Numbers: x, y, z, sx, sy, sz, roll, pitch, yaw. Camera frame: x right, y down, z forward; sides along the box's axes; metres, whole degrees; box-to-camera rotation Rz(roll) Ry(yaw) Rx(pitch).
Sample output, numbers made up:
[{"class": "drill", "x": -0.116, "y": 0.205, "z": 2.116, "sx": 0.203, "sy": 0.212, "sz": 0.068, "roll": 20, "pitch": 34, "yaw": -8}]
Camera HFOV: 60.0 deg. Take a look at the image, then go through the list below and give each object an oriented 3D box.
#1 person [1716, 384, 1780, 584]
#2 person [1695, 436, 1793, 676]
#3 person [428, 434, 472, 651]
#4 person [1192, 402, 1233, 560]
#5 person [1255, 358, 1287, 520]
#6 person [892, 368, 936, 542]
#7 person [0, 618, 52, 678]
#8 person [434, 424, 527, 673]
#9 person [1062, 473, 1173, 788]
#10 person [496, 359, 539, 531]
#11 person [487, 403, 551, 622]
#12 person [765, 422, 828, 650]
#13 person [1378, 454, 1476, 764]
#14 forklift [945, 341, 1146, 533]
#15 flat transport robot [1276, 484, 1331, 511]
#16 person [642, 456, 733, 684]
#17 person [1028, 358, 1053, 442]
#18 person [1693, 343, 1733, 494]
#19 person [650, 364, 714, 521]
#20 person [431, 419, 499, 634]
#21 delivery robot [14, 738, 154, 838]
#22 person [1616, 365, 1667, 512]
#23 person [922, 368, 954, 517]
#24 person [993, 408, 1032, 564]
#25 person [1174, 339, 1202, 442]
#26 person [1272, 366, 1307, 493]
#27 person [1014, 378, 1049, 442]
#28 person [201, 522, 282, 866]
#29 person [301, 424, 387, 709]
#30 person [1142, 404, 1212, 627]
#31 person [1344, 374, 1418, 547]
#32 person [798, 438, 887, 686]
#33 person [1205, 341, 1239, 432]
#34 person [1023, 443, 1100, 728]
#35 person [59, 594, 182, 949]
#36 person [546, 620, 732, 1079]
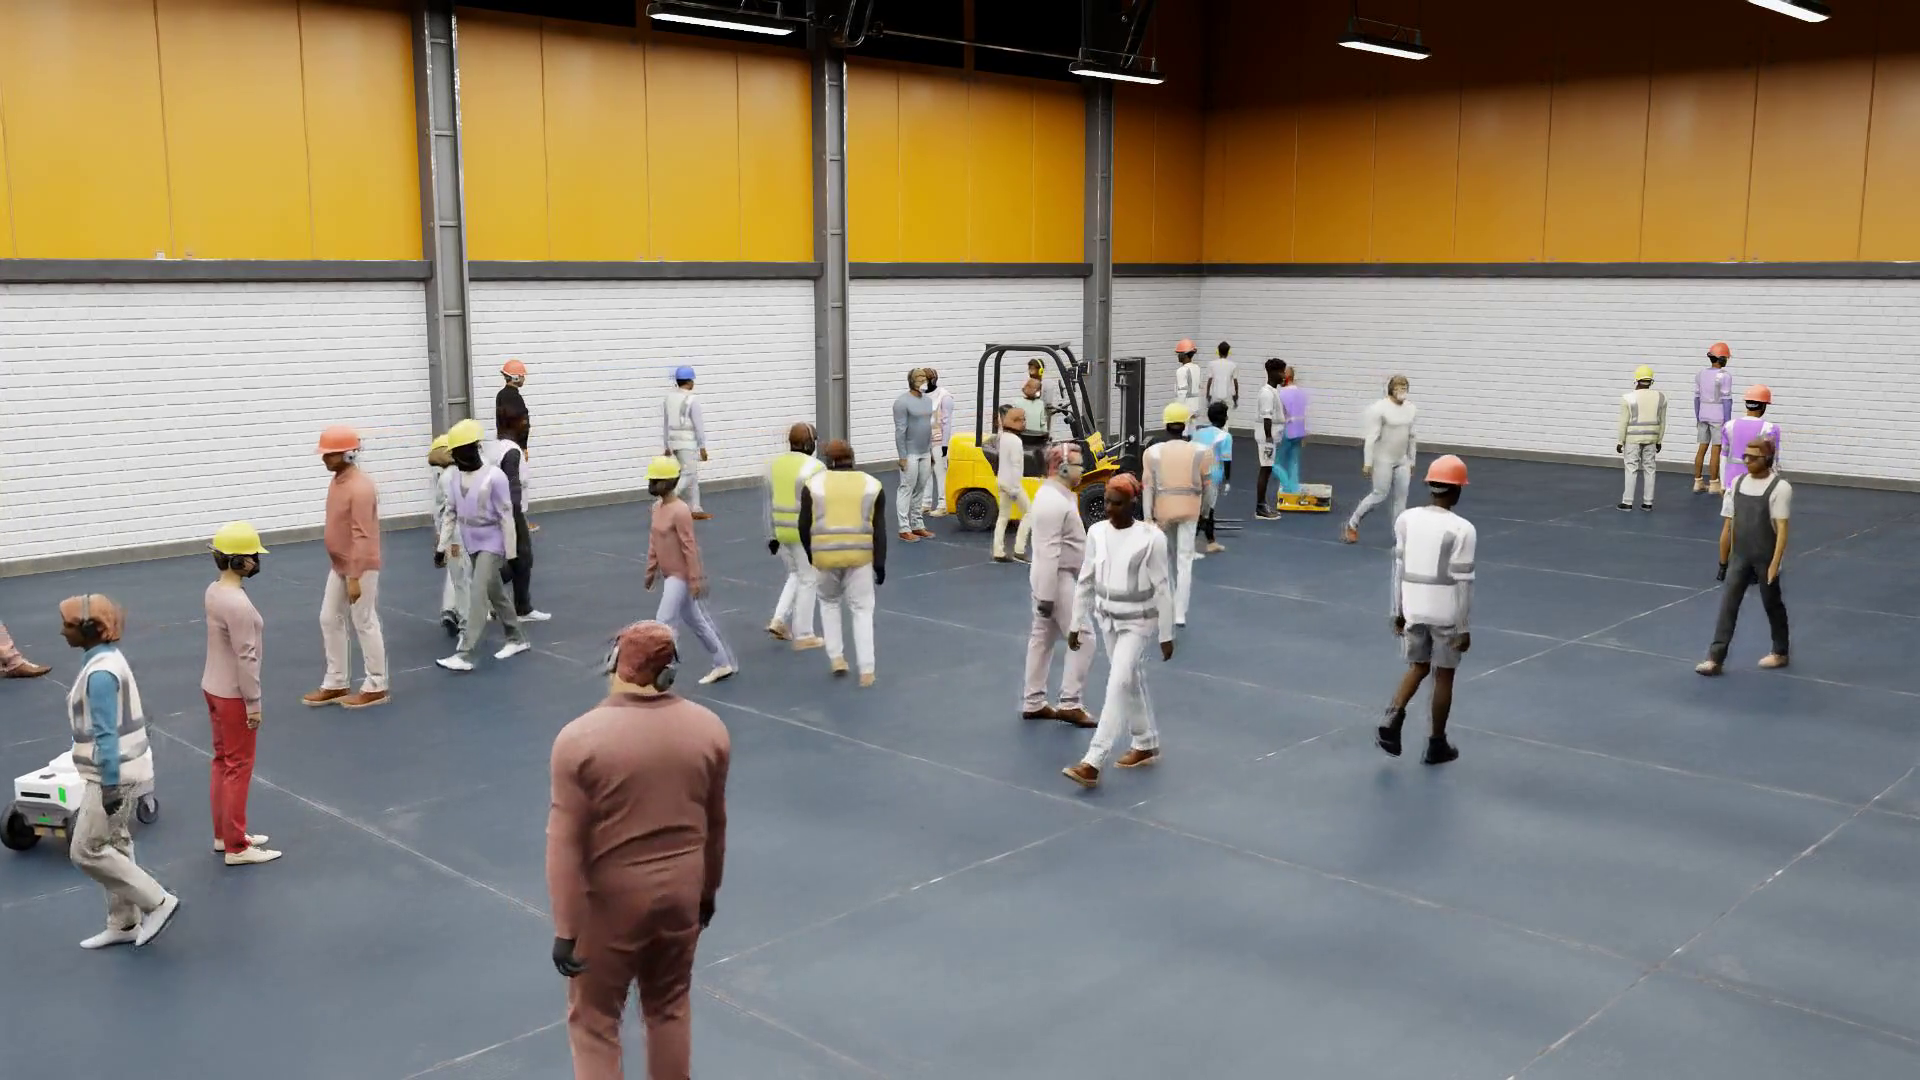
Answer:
[{"class": "person", "x": 7.630, "y": -0.540, "z": 16.086, "sx": 0.542, "sy": 1.929, "sz": 0.380, "roll": 9, "pitch": 13, "yaw": 44}, {"class": "person", "x": 5.965, "y": 0.118, "z": 12.463, "sx": 0.960, "sy": 1.798, "sz": 0.526, "roll": -5, "pitch": 11, "yaw": -29}, {"class": "person", "x": -4.079, "y": 0.018, "z": 13.363, "sx": 0.351, "sy": 1.699, "sz": 0.653, "roll": -1, "pitch": 9, "yaw": -8}, {"class": "person", "x": 2.582, "y": -0.625, "z": 17.488, "sx": 0.741, "sy": 1.646, "sz": 0.540, "roll": -6, "pitch": 11, "yaw": -33}, {"class": "person", "x": 3.771, "y": -1.236, "z": 20.233, "sx": 0.366, "sy": 1.962, "sz": 0.614, "roll": 2, "pitch": 9, "yaw": 11}, {"class": "person", "x": -0.494, "y": -0.954, "z": 18.584, "sx": 0.370, "sy": 1.941, "sz": 0.627, "roll": 6, "pitch": 11, "yaw": 34}, {"class": "person", "x": -7.342, "y": 0.128, "z": 12.224, "sx": 1.024, "sy": 1.857, "sz": 0.653, "roll": -3, "pitch": 10, "yaw": -18}, {"class": "person", "x": -3.683, "y": 0.051, "z": 12.679, "sx": 0.594, "sy": 1.855, "sz": 0.991, "roll": 7, "pitch": 12, "yaw": 38}, {"class": "person", "x": 0.879, "y": 0.527, "z": 9.811, "sx": 0.974, "sy": 1.831, "sz": 0.615, "roll": -8, "pitch": 12, "yaw": -42}, {"class": "person", "x": -5.148, "y": -1.093, "z": 19.269, "sx": 0.397, "sy": 1.990, "sz": 0.623, "roll": -7, "pitch": 12, "yaw": -37}, {"class": "person", "x": -3.855, "y": -0.214, "z": 14.158, "sx": 0.589, "sy": 1.899, "sz": 0.602, "roll": -3, "pitch": 10, "yaw": -19}, {"class": "person", "x": -1.253, "y": -0.023, "z": 13.246, "sx": 0.633, "sy": 1.827, "sz": 0.439, "roll": 9, "pitch": 13, "yaw": 42}, {"class": "person", "x": 2.849, "y": 0.442, "z": 10.089, "sx": 0.556, "sy": 1.918, "sz": 0.555, "roll": -8, "pitch": 12, "yaw": -41}, {"class": "forklift", "x": 0.977, "y": -1.223, "z": 19.452, "sx": 2.313, "sy": 2.155, "sz": 1.214, "roll": 2, "pitch": 9, "yaw": 11}, {"class": "flat transport robot", "x": 4.409, "y": -0.558, "z": 21.260, "sx": 0.652, "sy": 0.197, "sz": 1.431, "roll": 2, "pitch": 9, "yaw": 13}, {"class": "person", "x": -2.028, "y": 0.244, "z": 11.926, "sx": 0.917, "sy": 1.717, "sz": 0.540, "roll": -5, "pitch": 11, "yaw": -29}, {"class": "person", "x": 0.951, "y": -1.481, "z": 22.089, "sx": 0.508, "sy": 1.845, "sz": 0.587, "roll": -5, "pitch": 11, "yaw": -29}, {"class": "person", "x": 10.195, "y": -1.641, "z": 22.479, "sx": 0.374, "sy": 2.044, "sz": 0.605, "roll": -3, "pitch": 10, "yaw": -20}, {"class": "person", "x": -3.321, "y": -1.123, "z": 19.717, "sx": 0.890, "sy": 1.917, "sz": 0.606, "roll": -9, "pitch": 13, "yaw": -42}, {"class": "person", "x": -4.153, "y": -0.120, "z": 13.973, "sx": 0.596, "sy": 1.792, "sz": 0.906, "roll": 0, "pitch": 9, "yaw": 0}, {"class": "delivery robot", "x": -4.643, "y": 1.279, "z": 8.839, "sx": 0.477, "sy": 0.478, "sz": 0.707, "roll": 2, "pitch": 10, "yaw": 13}, {"class": "person", "x": 8.506, "y": -1.264, "z": 20.808, "sx": 0.591, "sy": 1.833, "sz": 0.403, "roll": -1, "pitch": 9, "yaw": -3}, {"class": "person", "x": -0.364, "y": -1.199, "z": 20.432, "sx": 0.619, "sy": 1.836, "sz": 0.431, "roll": 7, "pitch": 12, "yaw": 38}, {"class": "person", "x": 0.576, "y": -0.552, "z": 17.126, "sx": 0.549, "sy": 1.614, "sz": 0.508, "roll": -4, "pitch": 10, "yaw": -21}, {"class": "person", "x": 3.188, "y": -1.826, "z": 23.613, "sx": 0.373, "sy": 2.042, "sz": 0.614, "roll": 6, "pitch": 11, "yaw": 31}, {"class": "person", "x": 4.148, "y": -1.290, "z": 21.000, "sx": 0.616, "sy": 1.820, "sz": 0.446, "roll": -7, "pitch": 12, "yaw": -37}, {"class": "person", "x": 0.922, "y": -1.285, "z": 21.599, "sx": 0.498, "sy": 1.622, "sz": 0.340, "roll": -8, "pitch": 12, "yaw": -42}, {"class": "person", "x": -3.683, "y": 0.779, "z": 8.522, "sx": 0.348, "sy": 1.756, "sz": 0.518, "roll": -8, "pitch": 12, "yaw": -39}, {"class": "person", "x": -4.252, "y": 0.195, "z": 11.390, "sx": 0.566, "sy": 1.984, "sz": 0.639, "roll": -8, "pitch": 12, "yaw": -39}, {"class": "person", "x": 1.867, "y": -0.234, "z": 14.361, "sx": 0.600, "sy": 1.872, "sz": 0.977, "roll": 1, "pitch": 9, "yaw": 6}, {"class": "person", "x": 4.635, "y": -0.862, "z": 18.141, "sx": 0.647, "sy": 1.917, "sz": 0.742, "roll": -7, "pitch": 11, "yaw": -35}, {"class": "person", "x": -0.860, "y": 0.159, "z": 12.242, "sx": 0.642, "sy": 1.796, "sz": 0.646, "roll": -1, "pitch": 9, "yaw": -8}, {"class": "person", "x": 4.329, "y": -2.351, "z": 27.457, "sx": 0.544, "sy": 1.838, "sz": 0.823, "roll": 1, "pitch": 9, "yaw": 9}, {"class": "person", "x": 0.722, "y": 0.296, "z": 11.074, "sx": 0.664, "sy": 1.884, "sz": 0.649, "roll": 0, "pitch": 9, "yaw": -3}, {"class": "person", "x": -3.772, "y": 1.036, "z": 7.343, "sx": 0.368, "sy": 1.622, "sz": 0.537, "roll": -4, "pitch": 10, "yaw": -26}, {"class": "person", "x": -1.083, "y": 1.210, "z": 5.557, "sx": 0.725, "sy": 1.865, "sz": 0.475, "roll": -7, "pitch": 12, "yaw": -37}]
